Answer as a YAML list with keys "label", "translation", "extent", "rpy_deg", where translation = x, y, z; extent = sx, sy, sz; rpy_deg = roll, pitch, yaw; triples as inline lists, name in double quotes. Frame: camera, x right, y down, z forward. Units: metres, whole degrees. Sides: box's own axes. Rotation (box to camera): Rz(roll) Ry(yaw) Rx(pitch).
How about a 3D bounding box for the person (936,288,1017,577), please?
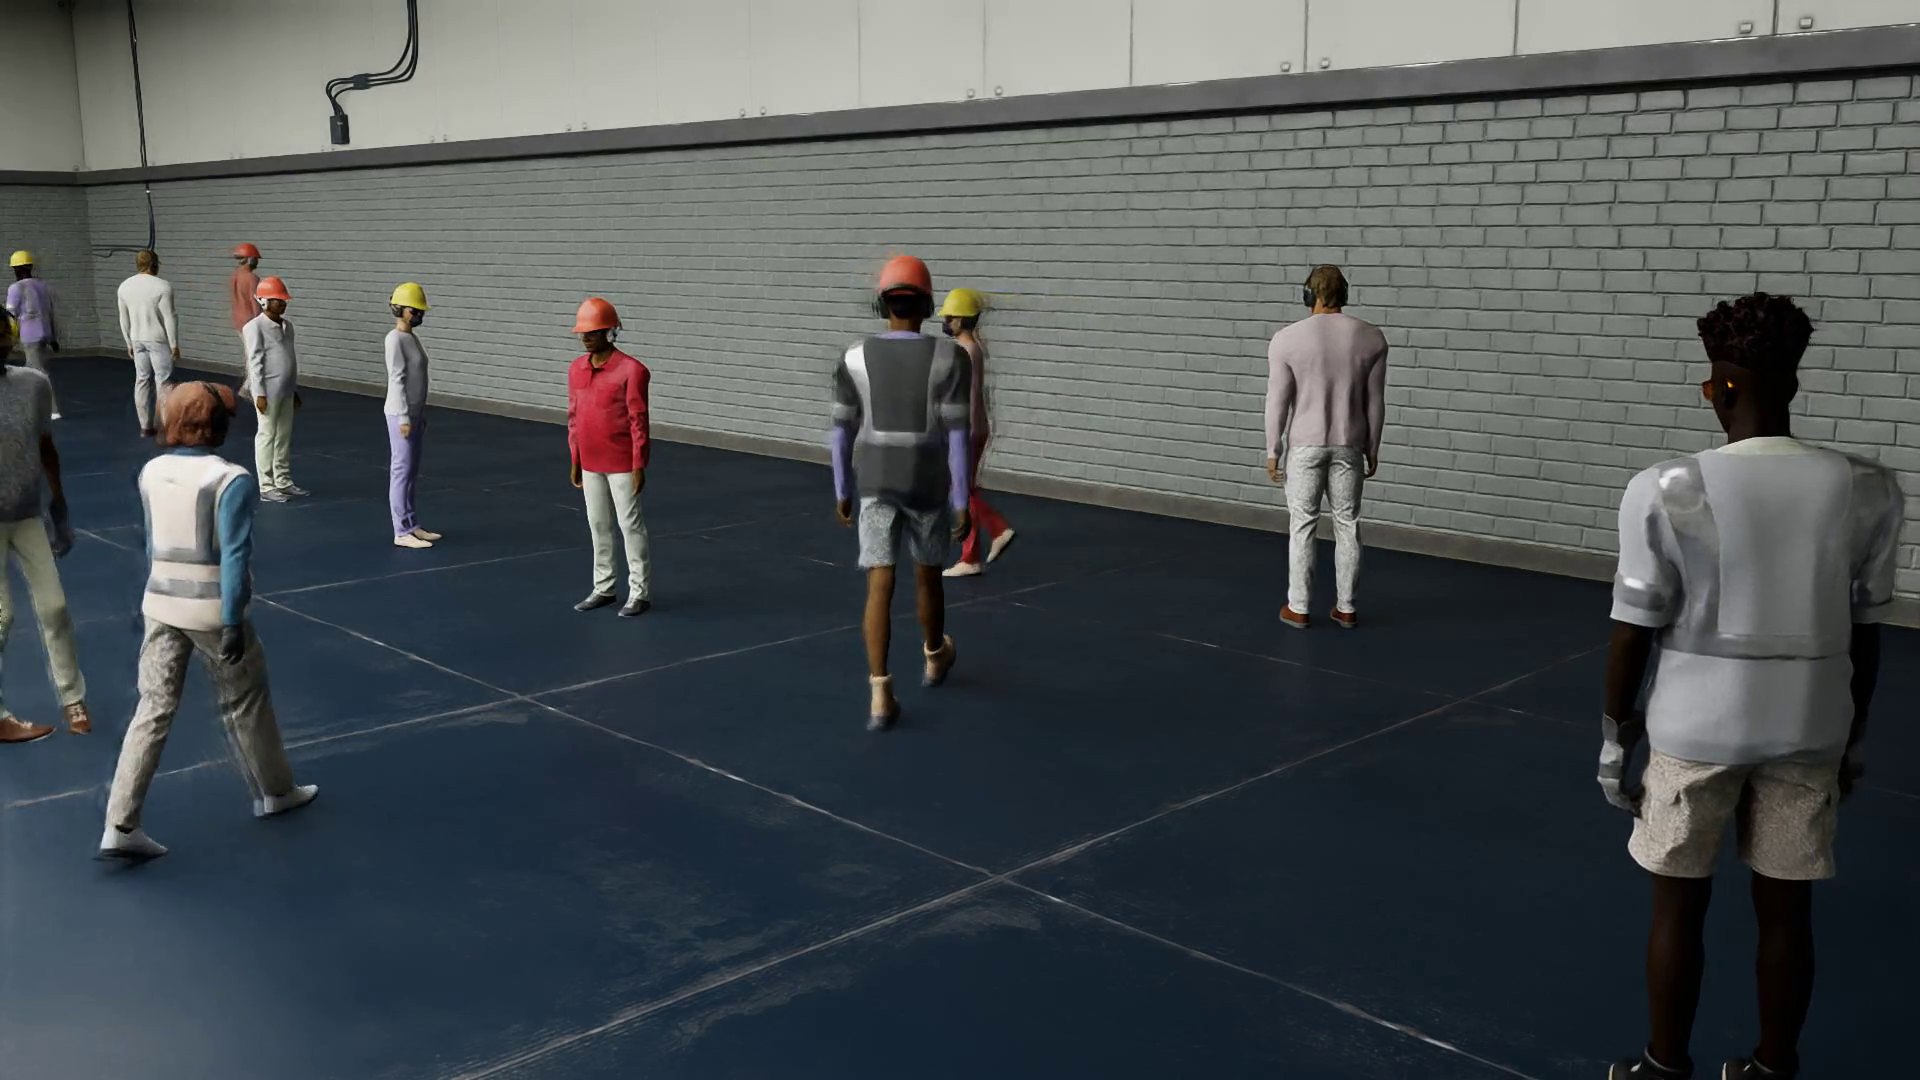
- label: "person"
  translation: [0.067, -0.639, 10.094]
  extent: [0.431, 1.759, 0.534]
  rpy_deg: [0, 10, 0]

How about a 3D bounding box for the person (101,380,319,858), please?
- label: "person"
  translation: [-2.619, 0.260, 5.654]
  extent: [0.523, 1.590, 0.869]
  rpy_deg: [4, 11, 21]

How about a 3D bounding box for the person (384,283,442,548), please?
- label: "person"
  translation: [-3.675, -0.832, 11.148]
  extent: [0.329, 1.762, 0.523]
  rpy_deg: [-1, 10, -4]

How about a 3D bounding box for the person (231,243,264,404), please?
- label: "person"
  translation: [-8.663, -2.642, 20.390]
  extent: [0.660, 1.981, 0.497]
  rpy_deg: [9, 14, 42]

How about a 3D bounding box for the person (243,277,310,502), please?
- label: "person"
  translation: [-5.367, -1.186, 13.093]
  extent: [0.338, 1.752, 0.565]
  rpy_deg: [2, 11, 10]

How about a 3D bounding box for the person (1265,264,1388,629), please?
- label: "person"
  translation: [1.918, -0.481, 8.784]
  extent: [0.631, 1.930, 0.372]
  rpy_deg: [0, 10, -2]

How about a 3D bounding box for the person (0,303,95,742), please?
- label: "person"
  translation: [-3.884, -0.070, 6.787]
  extent: [0.360, 1.849, 0.592]
  rpy_deg: [6, 12, 30]

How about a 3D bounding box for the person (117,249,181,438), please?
- label: "person"
  translation: [-8.320, -2.018, 17.127]
  extent: [0.629, 1.940, 0.378]
  rpy_deg: [2, 11, 13]

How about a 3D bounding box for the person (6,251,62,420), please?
- label: "person"
  translation: [-10.554, -2.287, 18.733]
  extent: [0.882, 1.894, 0.591]
  rpy_deg: [1, 10, 8]

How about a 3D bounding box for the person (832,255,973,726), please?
- label: "person"
  translation: [-0.243, -0.242, 7.318]
  extent: [0.639, 1.985, 1.043]
  rpy_deg: [2, 11, 9]

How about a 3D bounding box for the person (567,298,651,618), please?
- label: "person"
  translation: [-1.941, -0.446, 9.094]
  extent: [0.568, 1.744, 0.358]
  rpy_deg: [6, 12, 31]

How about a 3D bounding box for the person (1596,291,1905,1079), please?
- label: "person"
  translation: [1.758, 0.423, 3.785]
  extent: [0.604, 1.955, 0.397]
  rpy_deg: [1, 10, 6]
